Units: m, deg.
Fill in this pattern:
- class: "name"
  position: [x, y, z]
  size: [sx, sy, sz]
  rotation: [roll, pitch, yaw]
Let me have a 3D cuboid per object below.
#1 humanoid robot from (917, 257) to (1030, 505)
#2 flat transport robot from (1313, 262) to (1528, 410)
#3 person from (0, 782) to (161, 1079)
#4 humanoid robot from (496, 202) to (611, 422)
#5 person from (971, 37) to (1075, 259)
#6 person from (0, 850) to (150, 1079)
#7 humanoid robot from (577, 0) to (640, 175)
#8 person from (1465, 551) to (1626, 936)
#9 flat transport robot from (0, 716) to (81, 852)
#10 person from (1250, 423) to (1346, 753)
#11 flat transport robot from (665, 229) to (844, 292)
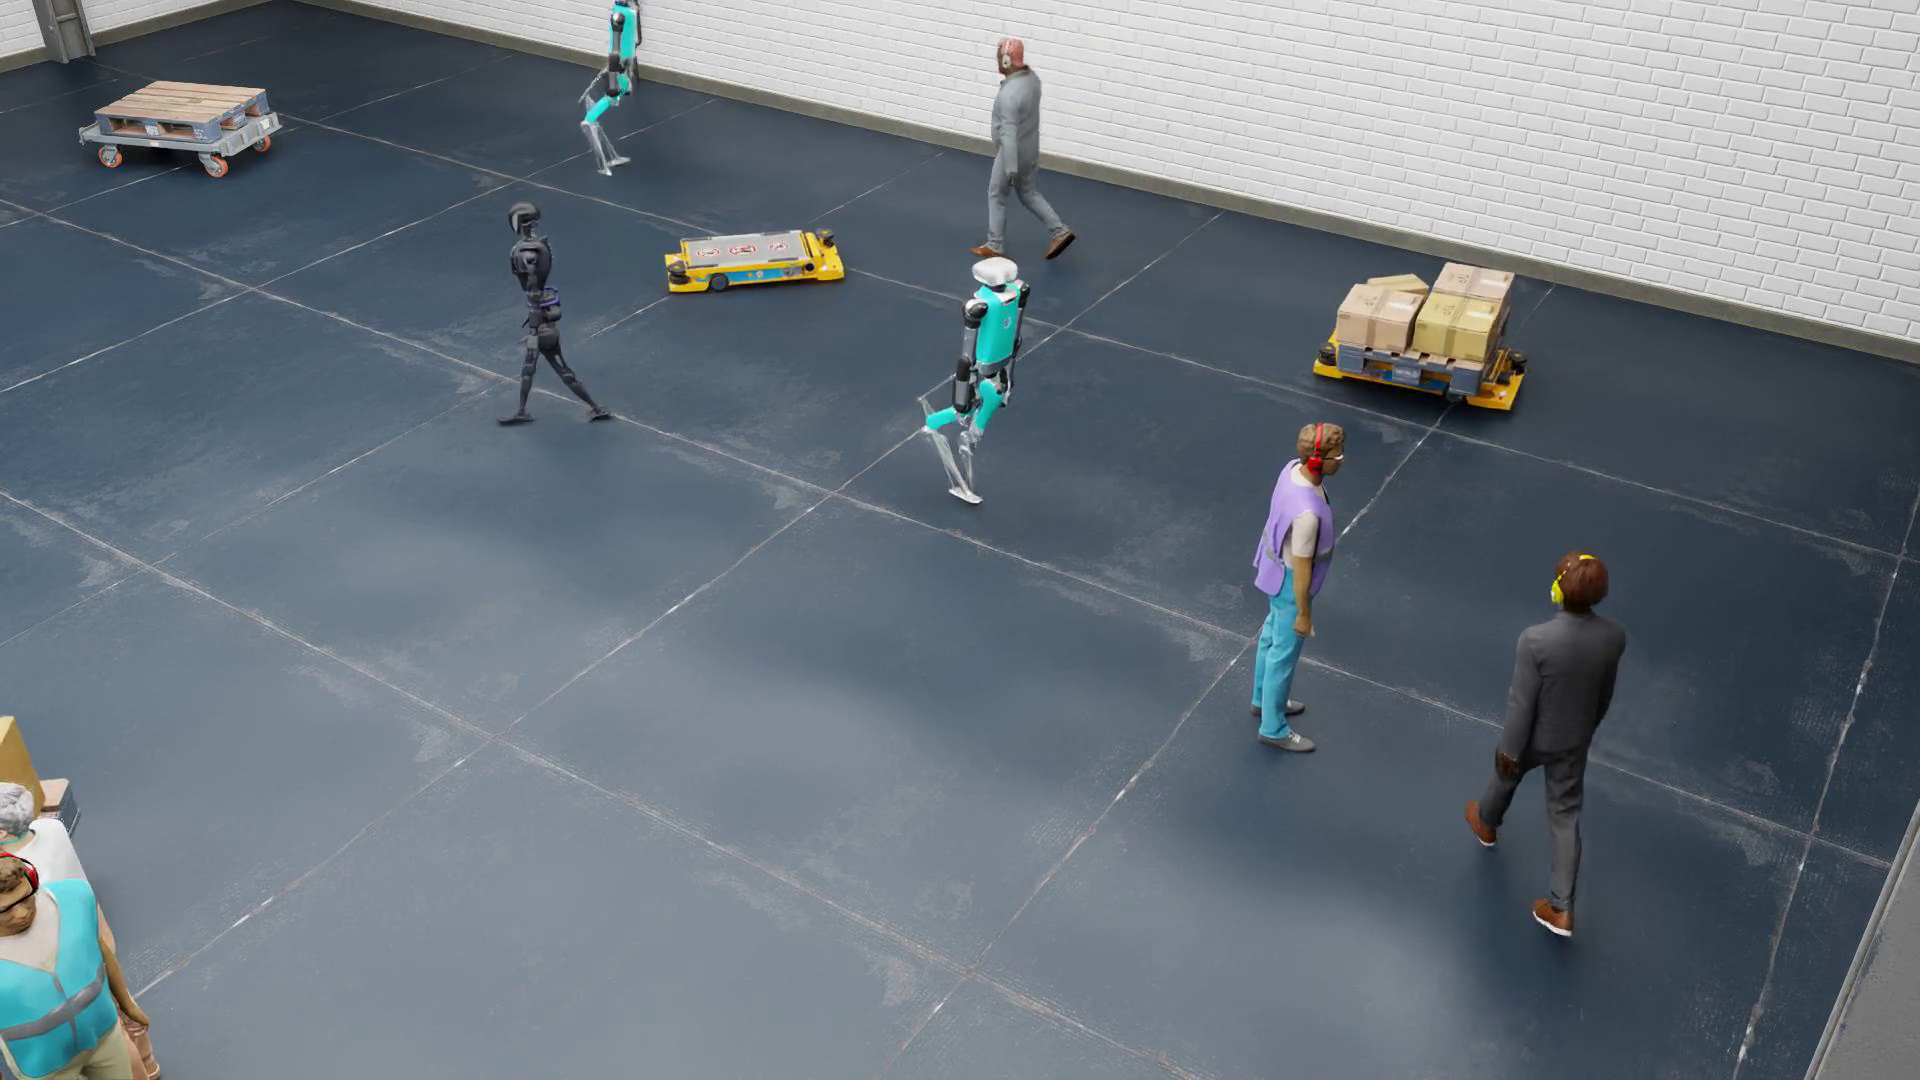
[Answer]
- class: "humanoid robot"
  position: [0.025, -0.923, 10.445]
  size: [0.736, 1.901, 0.543]
  rotation: [25, 40, 34]
- class: "flat transport robot"
  position: [3.403, -1.302, 12.283]
  size: [1.431, 0.231, 0.659]
  rotation: [14, 35, 21]
- class: "person"
  position: [-3.428, 1.606, 6.390]
  size: [0.327, 1.747, 0.479]
  rotation: [-10, 34, -15]
- class: "humanoid robot"
  position: [-2.872, -1.512, 11.359]
  size: [0.796, 1.633, 0.585]
  rotation: [-8, 34, -12]
- class: "person"
  position: [0.539, -3.208, 13.775]
  size: [0.814, 1.872, 0.679]
  rotation: [15, 36, 22]
- class: "person"
  position: [-3.219, 1.815, 5.973]
  size: [0.379, 1.844, 0.568]
  rotation: [16, 36, 24]
- class: "humanoid robot"
  position: [-3.331, -4.286, 15.565]
  size: [0.789, 1.757, 0.531]
  rotation: [4, 33, 7]
- class: "person"
  position: [2.666, 0.866, 7.475]
  size: [0.503, 1.835, 0.994]
  rotation: [-2, 33, -2]
- class: "flat transport robot"
  position: [-4.741, 1.725, 7.572]
  size: [0.659, 0.231, 1.431]
  rotation: [-5, 33, -7]
- class: "person"
  position: [1.679, 0.230, 8.440]
  size: [0.373, 1.843, 0.569]
  rotation: [2, 33, 4]
- class: "flat transport robot"
  position: [-1.726, -2.329, 13.881]
  size: [1.431, 0.231, 0.659]
  rotation: [-7, 33, -10]
